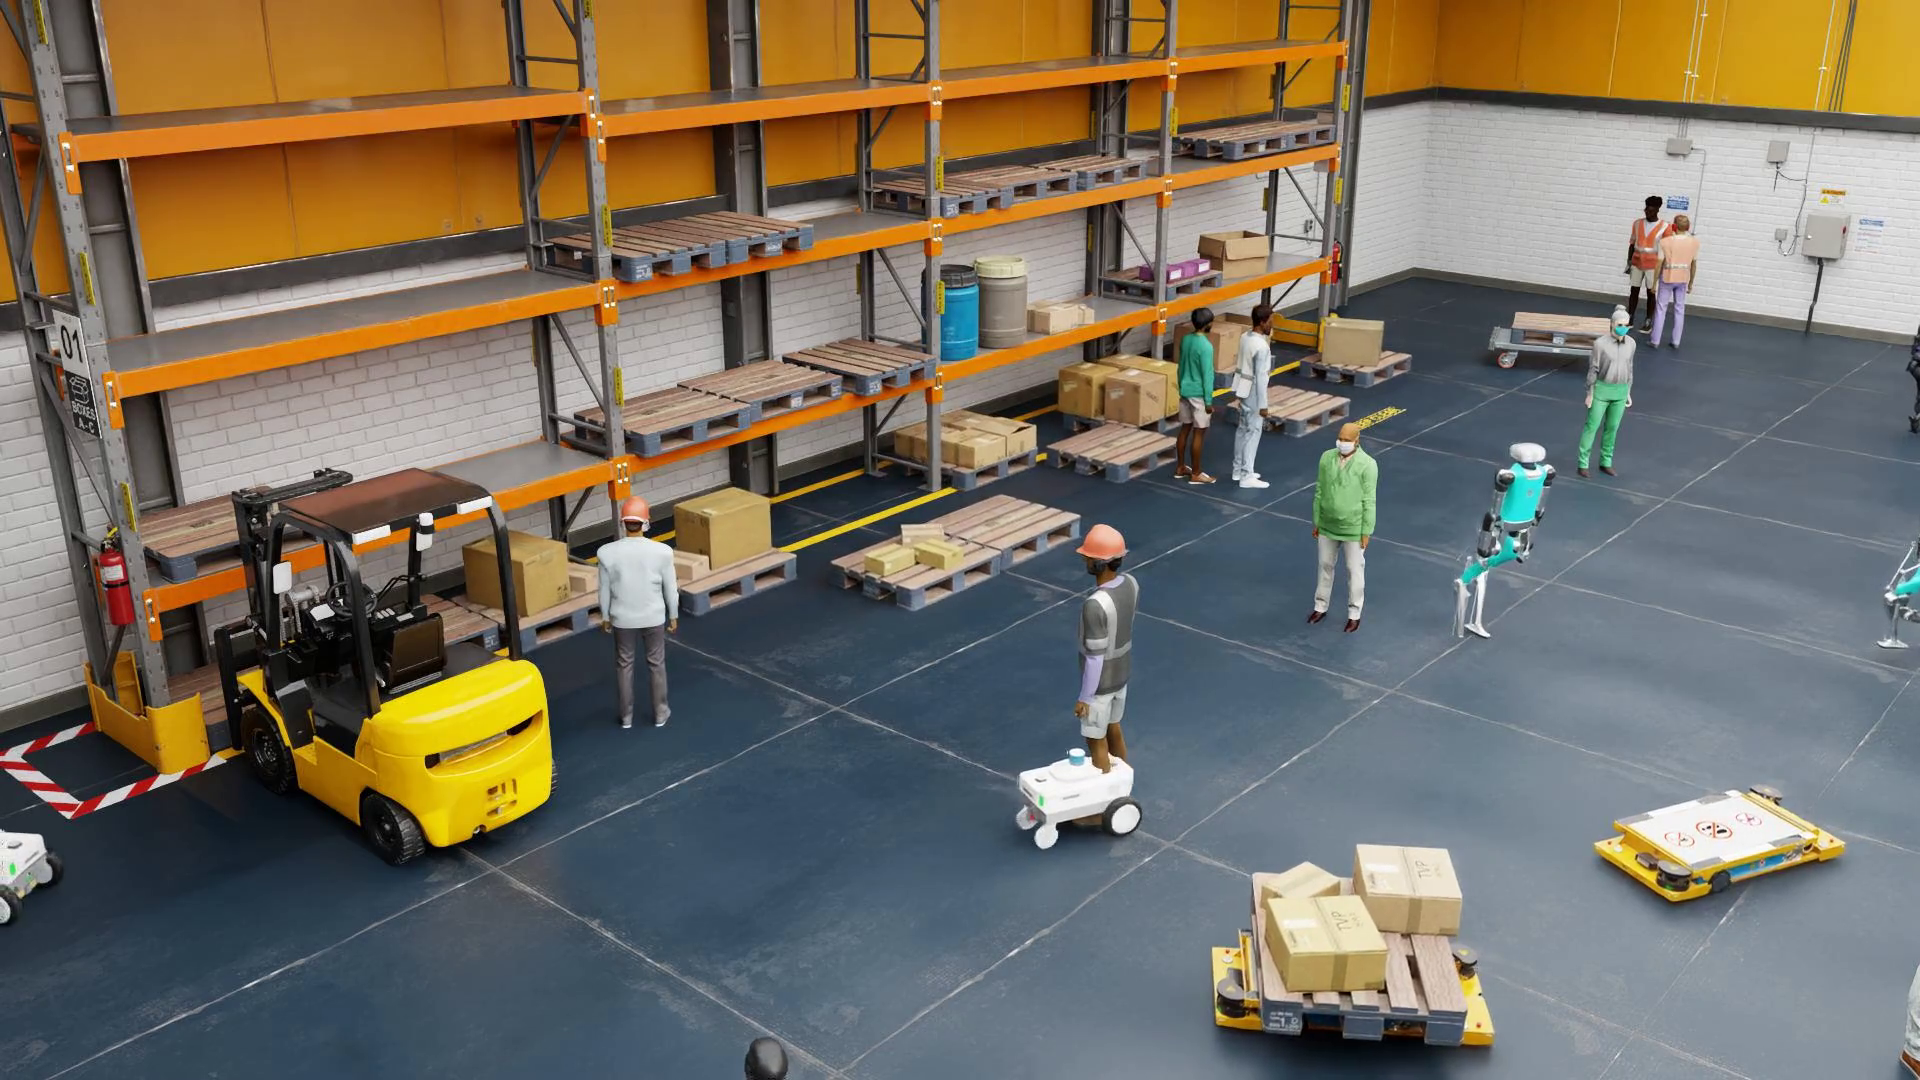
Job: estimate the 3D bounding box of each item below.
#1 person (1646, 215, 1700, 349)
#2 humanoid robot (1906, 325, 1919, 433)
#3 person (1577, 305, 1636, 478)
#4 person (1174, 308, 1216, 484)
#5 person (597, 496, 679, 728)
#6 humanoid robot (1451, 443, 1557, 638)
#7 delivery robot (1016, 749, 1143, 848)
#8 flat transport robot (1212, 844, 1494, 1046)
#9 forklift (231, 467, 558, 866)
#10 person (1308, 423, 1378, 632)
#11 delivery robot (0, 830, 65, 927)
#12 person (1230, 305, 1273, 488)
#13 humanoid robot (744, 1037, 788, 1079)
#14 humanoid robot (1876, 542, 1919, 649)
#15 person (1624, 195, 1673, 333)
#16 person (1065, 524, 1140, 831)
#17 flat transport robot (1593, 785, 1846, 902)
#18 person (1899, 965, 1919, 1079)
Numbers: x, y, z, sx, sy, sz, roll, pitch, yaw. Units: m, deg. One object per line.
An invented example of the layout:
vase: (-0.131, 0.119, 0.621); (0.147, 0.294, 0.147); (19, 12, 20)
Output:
person: (9.817, -3.535, 22.868); (0.562, 1.837, 0.379); (1, 20, 2)
humanoid robot: (11.034, -2.002, 18.959); (0.503, 1.644, 0.608); (-10, 22, -24)
person: (6.836, -1.565, 17.517); (0.524, 1.842, 0.325); (-3, 21, -9)
person: (2.445, -1.504, 17.347); (0.377, 1.847, 0.506); (-11, 23, -27)
person: (-2.313, 0.523, 12.010); (0.571, 1.739, 0.347); (-3, 21, -9)
humanoid robot: (4.301, 0.024, 13.439); (0.541, 1.812, 0.819); (-8, 22, -20)
delivery robot: (0.776, 1.637, 10.730); (0.796, 0.613, 0.499); (-9, 22, -23)
flat transport robot: (2.098, 2.419, 8.996); (1.431, 0.231, 0.659); (2, 20, 6)
forklift: (-3.730, 0.710, 10.856); (2.313, 2.155, 1.214); (17, 26, 38)
person: (3.157, -0.119, 13.706); (0.539, 1.776, 0.388); (14, 25, 34)
delivery robot: (-5.805, 1.950, 9.881); (0.815, 0.614, 0.499); (2, 20, 6)
person: (3.016, -1.493, 17.227); (0.395, 1.912, 0.601); (-3, 21, -9)
humanoid robot: (-0.777, 2.618, 6.448); (0.601, 1.640, 0.676); (-9, 22, -22)
humanoid robot: (7.592, 0.139, 13.042); (1.001, 1.718, 0.535); (-2, 20, -5)
person: (9.828, -3.949, 23.804); (0.366, 1.962, 0.608); (-17, 26, -39)
person: (0.894, 0.874, 10.625); (0.370, 2.042, 0.611); (11, 23, 27)
flat transport robot: (4.766, 1.892, 10.424); (1.431, 0.231, 0.659); (-9, 22, -22)
person: (5.057, 1.811, 8.235); (0.627, 1.940, 0.370); (-10, 22, -24)
